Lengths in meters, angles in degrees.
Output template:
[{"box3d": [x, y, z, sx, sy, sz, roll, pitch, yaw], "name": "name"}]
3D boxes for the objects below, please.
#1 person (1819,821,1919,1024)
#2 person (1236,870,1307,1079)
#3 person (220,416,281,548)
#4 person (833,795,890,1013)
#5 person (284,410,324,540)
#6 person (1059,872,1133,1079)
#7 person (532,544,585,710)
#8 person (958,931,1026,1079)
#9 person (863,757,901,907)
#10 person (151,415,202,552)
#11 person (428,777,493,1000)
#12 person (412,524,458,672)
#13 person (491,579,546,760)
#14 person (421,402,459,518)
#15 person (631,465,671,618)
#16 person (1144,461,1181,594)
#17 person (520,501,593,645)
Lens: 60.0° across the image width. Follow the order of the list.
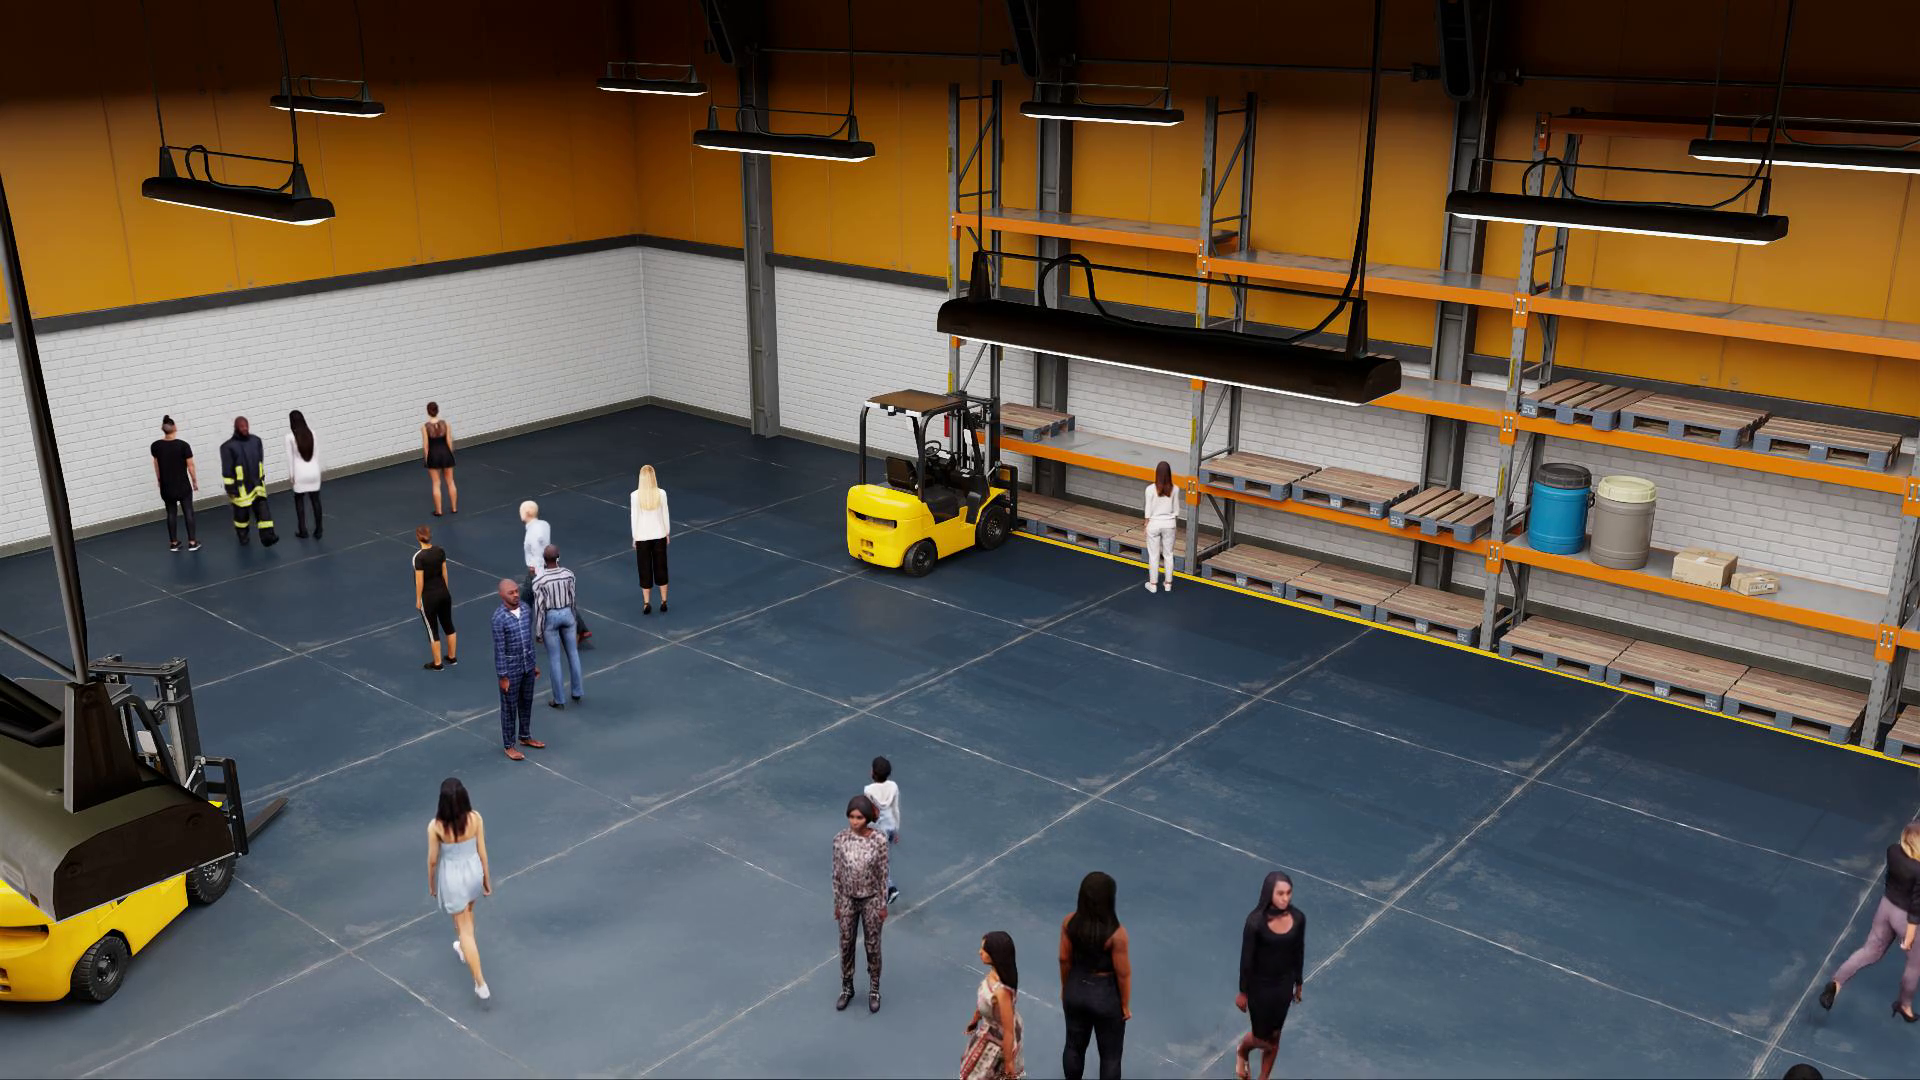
[{"box3d": [6.692, 2.783, 12.018, 1.037, 1.643, 1.032, -4, 19, -11], "name": "person"}, {"box3d": [2.057, 2.993, 11.283, 0.775, 1.713, 0.824, -7, 20, -19], "name": "person"}, {"box3d": [-9.675, -0.789, 22.425, 0.820, 1.771, 1.170, -17, 25, -42], "name": "person"}, {"box3d": [-0.725, 2.666, 12.256, 0.644, 1.713, 0.730, 3, 19, 9], "name": "person"}, {"box3d": [-8.875, -0.871, 22.624, 0.665, 1.799, 0.631, -15, 24, -37], "name": "person"}, {"box3d": [0.895, 3.027, 11.026, 0.592, 1.814, 0.756, 11, 22, 30], "name": "person"}, {"box3d": [-4.195, 0.898, 17.377, 0.662, 1.795, 0.604, -14, 23, -36], "name": "person"}, {"box3d": [0.342, 3.240, 10.691, 0.950, 1.624, 0.870, 1, 19, 3], "name": "person"}, {"box3d": [-0.648, 2.408, 13.758, 0.632, 1.243, 0.887, -12, 22, -31], "name": "person"}, {"box3d": [-10.489, -0.774, 22.239, 0.757, 1.861, 0.817, -2, 19, -5], "name": "person"}, {"box3d": [-3.711, 2.620, 12.434, 0.839, 1.687, 1.222, -11, 21, -29], "name": "person"}, {"box3d": [-5.820, 0.620, 18.402, 0.520, 1.668, 0.594, 12, 22, 32], "name": "person"}, {"box3d": [-4.371, 1.234, 16.344, 0.649, 1.818, 0.705, 10, 21, 27], "name": "person"}, {"box3d": [-7.423, -1.164, 23.691, 0.654, 1.674, 0.669, -10, 21, -28], "name": "person"}, {"box3d": [-3.700, 0.005, 19.932, 0.677, 1.858, 0.673, -7, 20, -21], "name": "person"}, {"box3d": [2.514, -0.174, 20.726, 0.685, 1.688, 0.730, -3, 19, -9], "name": "person"}, {"box3d": [-4.649, 0.427, 18.835, 1.311, 1.757, 1.123, 1, 19, 3], "name": "person"}]
